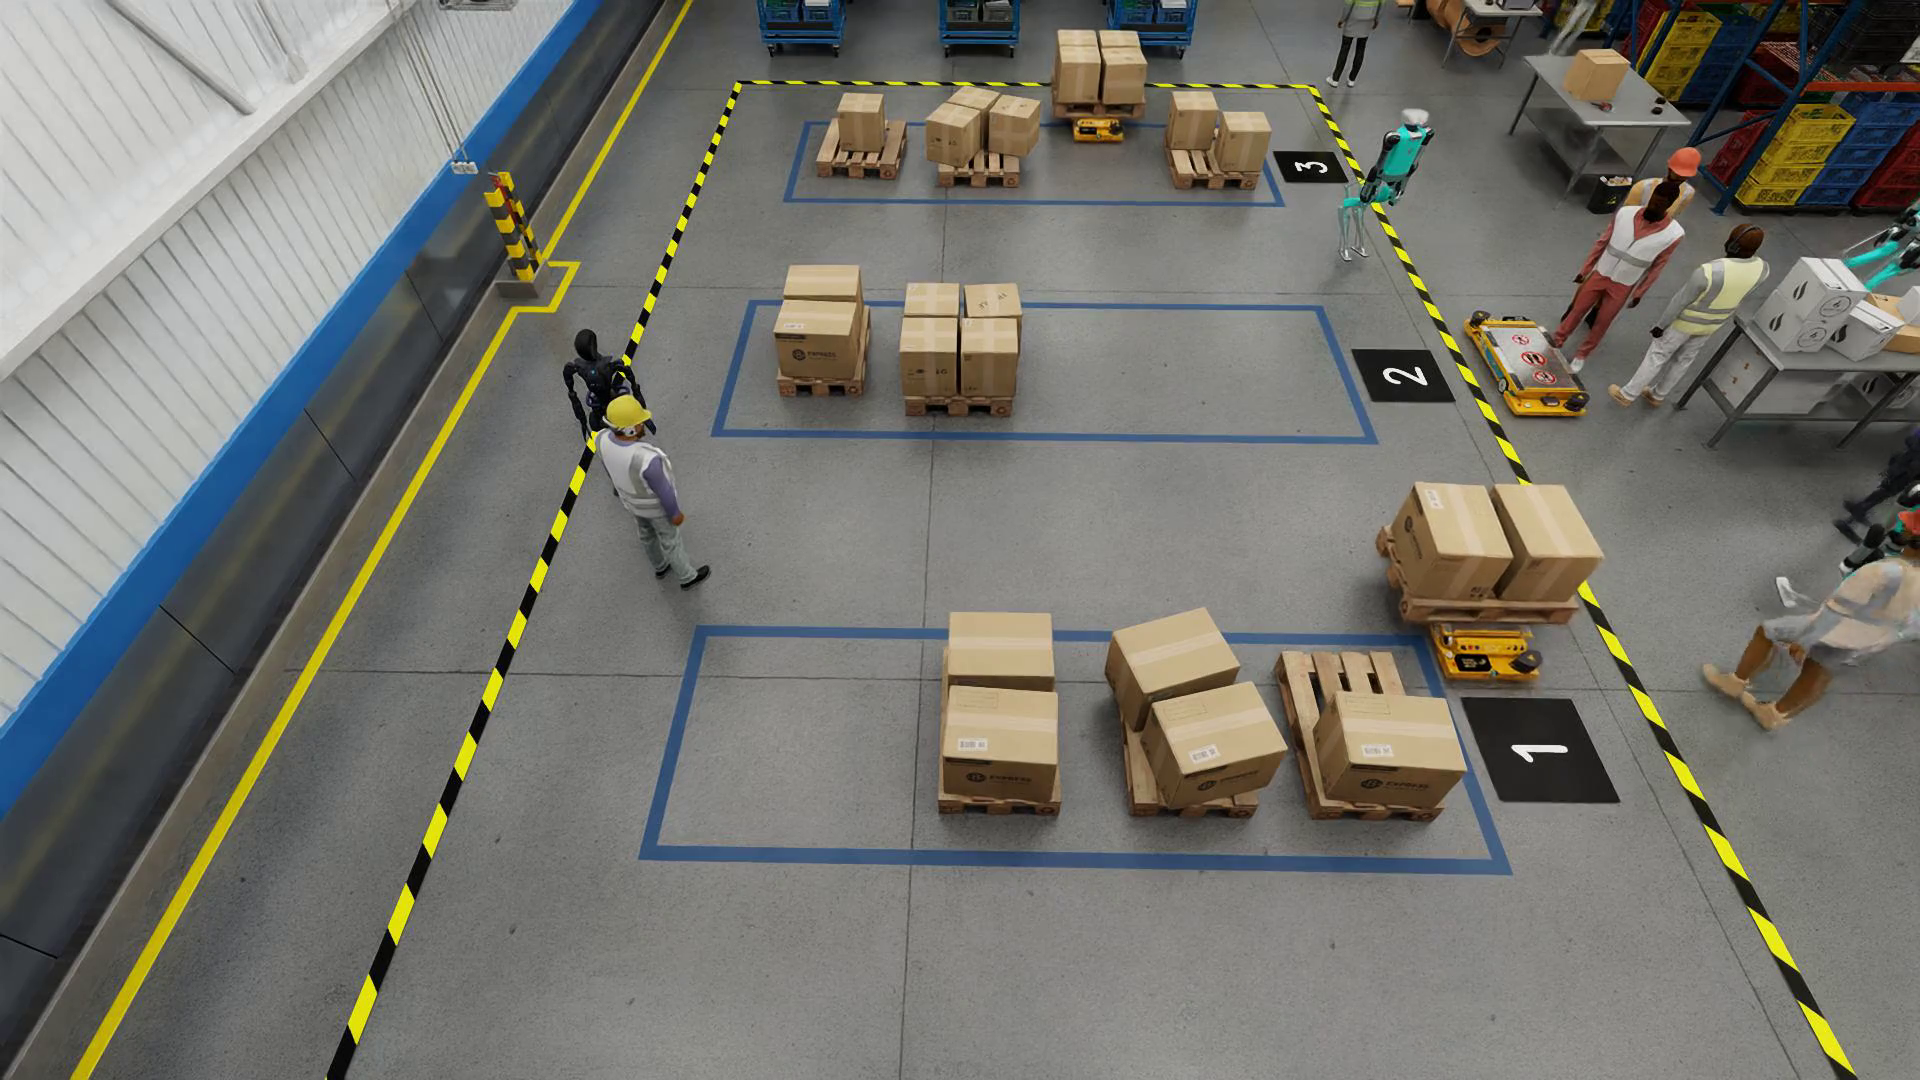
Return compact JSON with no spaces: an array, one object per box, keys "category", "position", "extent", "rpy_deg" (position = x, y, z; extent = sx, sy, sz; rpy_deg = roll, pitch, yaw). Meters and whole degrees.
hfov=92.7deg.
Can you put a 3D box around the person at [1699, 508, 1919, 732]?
[{"category":"person","position":[5.673,0.483,5.960],"extent":[0.621,2.016,0.709],"rpy_deg":[-1,49,-1]}]

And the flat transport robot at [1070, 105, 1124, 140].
[{"category":"flat transport robot","position":[1.867,-5.948,12.663],"extent":[0.652,0.197,1.431],"rpy_deg":[1,49,1]}]

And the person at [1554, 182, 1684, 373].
[{"category":"person","position":[6.116,-2.443,8.557],"extent":[0.371,1.916,0.594],"rpy_deg":[-33,57,-25]}]

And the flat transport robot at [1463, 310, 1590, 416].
[{"category":"flat transport robot","position":[5.573,-1.757,9.054],"extent":[0.659,0.231,1.431],"rpy_deg":[1,49,1]}]

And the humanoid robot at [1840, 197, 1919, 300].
[{"category":"humanoid robot","position":[9.138,-2.838,9.024],"extent":[0.939,1.760,0.546],"rpy_deg":[-5,49,-4]}]

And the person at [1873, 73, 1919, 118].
[{"category":"person","position":[12.857,-6.393,12.046],"extent":[0.915,1.821,0.583],"rpy_deg":[19,52,16]}]

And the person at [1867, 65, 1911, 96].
[{"category":"person","position":[13.275,-7.088,12.698],"extent":[0.331,1.733,0.478],"rpy_deg":[-18,51,-15]}]

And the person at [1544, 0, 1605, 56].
[{"category":"person","position":[8.986,-7.732,13.198],"extent":[0.688,1.834,0.315],"rpy_deg":[-15,51,-13]}]

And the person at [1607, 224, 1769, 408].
[{"category":"person","position":[6.525,-1.954,8.191],"extent":[0.622,1.837,0.429],"rpy_deg":[-3,49,-3]}]

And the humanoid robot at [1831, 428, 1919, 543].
[{"category":"humanoid robot","position":[7.616,-0.679,7.187],"extent":[0.607,1.657,0.332],"rpy_deg":[-7,49,-6]}]

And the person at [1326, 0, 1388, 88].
[{"category":"person","position":[5.610,-7.326,12.827],"extent":[0.592,1.852,0.368],"rpy_deg":[1,49,1]}]

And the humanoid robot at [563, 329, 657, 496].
[{"category":"humanoid robot","position":[-2.819,-1.021,7.478],"extent":[0.599,1.653,0.315],"rpy_deg":[-6,49,-5]}]

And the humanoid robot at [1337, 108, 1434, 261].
[{"category":"humanoid robot","position":[4.431,-3.846,9.802],"extent":[0.533,1.677,0.735],"rpy_deg":[-13,50,-11]}]

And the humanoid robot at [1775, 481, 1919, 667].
[{"category":"humanoid robot","position":[6.525,0.234,6.362],"extent":[0.549,1.730,1.026],"rpy_deg":[-2,49,-2]}]

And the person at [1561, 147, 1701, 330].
[{"category":"person","position":[6.545,-2.873,8.916],"extent":[0.543,1.939,0.369],"rpy_deg":[7,50,6]}]

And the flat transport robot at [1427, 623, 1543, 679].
[{"category":"flat transport robot","position":[3.922,0.424,7.148],"extent":[0.652,0.197,1.431],"rpy_deg":[1,49,1]}]

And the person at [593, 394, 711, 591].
[{"category":"person","position":[-2.287,-0.319,6.782],"extent":[0.590,1.822,0.404],"rpy_deg":[26,54,21]}]

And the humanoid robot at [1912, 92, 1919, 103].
[{"category":"humanoid robot","position":[12.124,-5.562,11.441],"extent":[0.690,1.647,0.612],"rpy_deg":[7,49,6]}]
